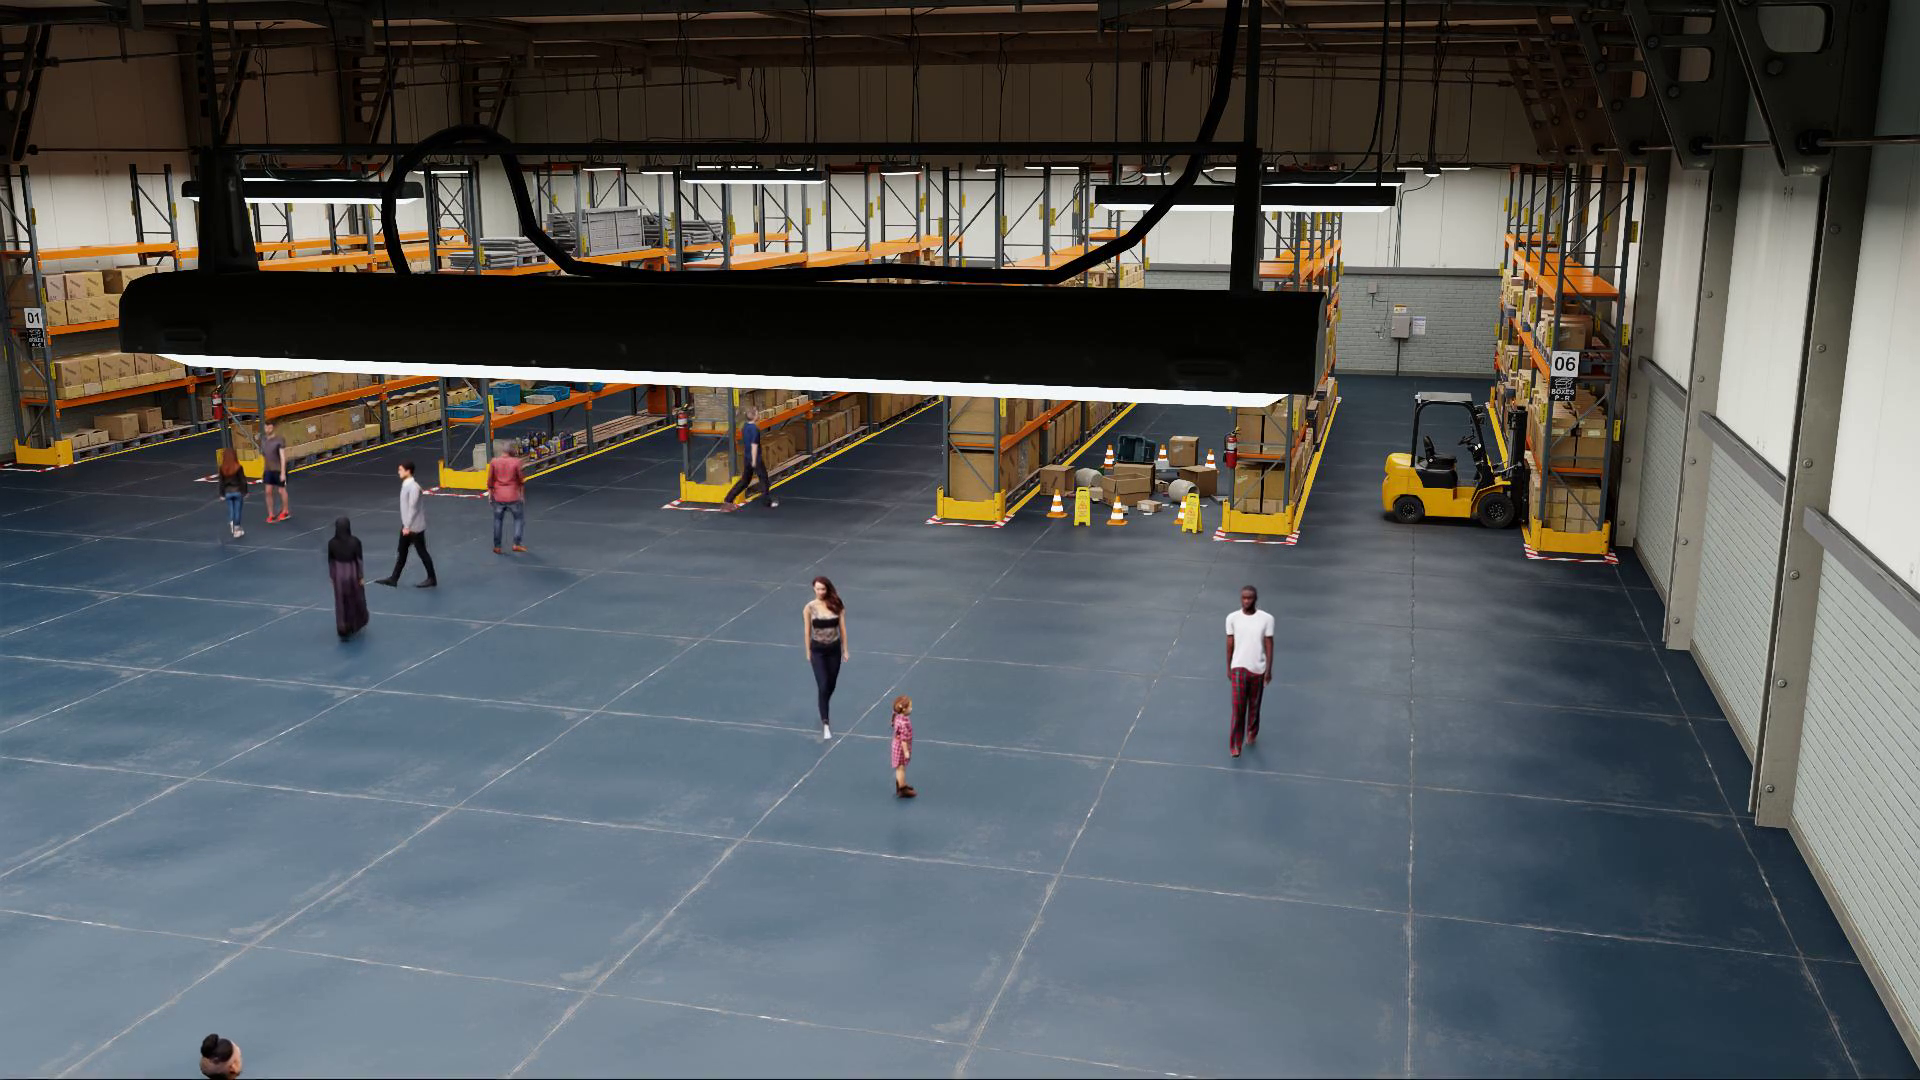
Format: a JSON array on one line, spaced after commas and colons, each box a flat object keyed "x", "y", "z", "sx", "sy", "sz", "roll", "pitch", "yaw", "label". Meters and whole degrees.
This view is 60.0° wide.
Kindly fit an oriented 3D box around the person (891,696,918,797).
[{"x": -0.575, "y": 2.028, "z": 16.421, "sx": 0.552, "sy": 1.021, "sz": 0.475, "roll": -2, "pitch": 13, "yaw": -10, "label": "person"}]

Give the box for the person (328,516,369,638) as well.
[{"x": -8.050, "y": 0.492, "z": 21.758, "sx": 0.900, "sy": 1.604, "sz": 1.175, "roll": -2, "pitch": 13, "yaw": -7, "label": "person"}]

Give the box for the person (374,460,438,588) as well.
[{"x": -7.853, "y": -0.217, "z": 24.181, "sx": 1.233, "sy": 1.893, "sz": 1.121, "roll": -10, "pitch": 16, "yaw": -37, "label": "person"}]

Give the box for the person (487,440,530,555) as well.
[{"x": -7.154, "y": -0.679, "z": 26.360, "sx": 0.853, "sy": 1.811, "sz": 0.801, "roll": -4, "pitch": 14, "yaw": -18, "label": "person"}]

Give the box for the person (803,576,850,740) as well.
[{"x": -1.477, "y": 1.241, "z": 18.249, "sx": 1.006, "sy": 1.730, "sz": 1.259, "roll": -3, "pitch": 13, "yaw": -13, "label": "person"}]

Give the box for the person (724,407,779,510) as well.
[{"x": -3.762, "y": -1.404, "z": 29.454, "sx": 1.258, "sy": 1.827, "sz": 1.185, "roll": -8, "pitch": 15, "yaw": -31, "label": "person"}]

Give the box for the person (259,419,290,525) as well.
[{"x": -11.757, "y": -1.190, "z": 28.599, "sx": 0.772, "sy": 1.796, "sz": 1.059, "roll": 3, "pitch": 13, "yaw": 13, "label": "person"}]

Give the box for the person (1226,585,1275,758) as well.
[{"x": 3.076, "y": 1.368, "z": 17.585, "sx": 0.681, "sy": 1.781, "sz": 1.127, "roll": 3, "pitch": 13, "yaw": 13, "label": "person"}]

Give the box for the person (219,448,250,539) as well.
[{"x": -12.034, "y": -0.769, "z": 27.513, "sx": 0.674, "sy": 1.467, "sz": 0.770, "roll": -1, "pitch": 13, "yaw": -2, "label": "person"}]
